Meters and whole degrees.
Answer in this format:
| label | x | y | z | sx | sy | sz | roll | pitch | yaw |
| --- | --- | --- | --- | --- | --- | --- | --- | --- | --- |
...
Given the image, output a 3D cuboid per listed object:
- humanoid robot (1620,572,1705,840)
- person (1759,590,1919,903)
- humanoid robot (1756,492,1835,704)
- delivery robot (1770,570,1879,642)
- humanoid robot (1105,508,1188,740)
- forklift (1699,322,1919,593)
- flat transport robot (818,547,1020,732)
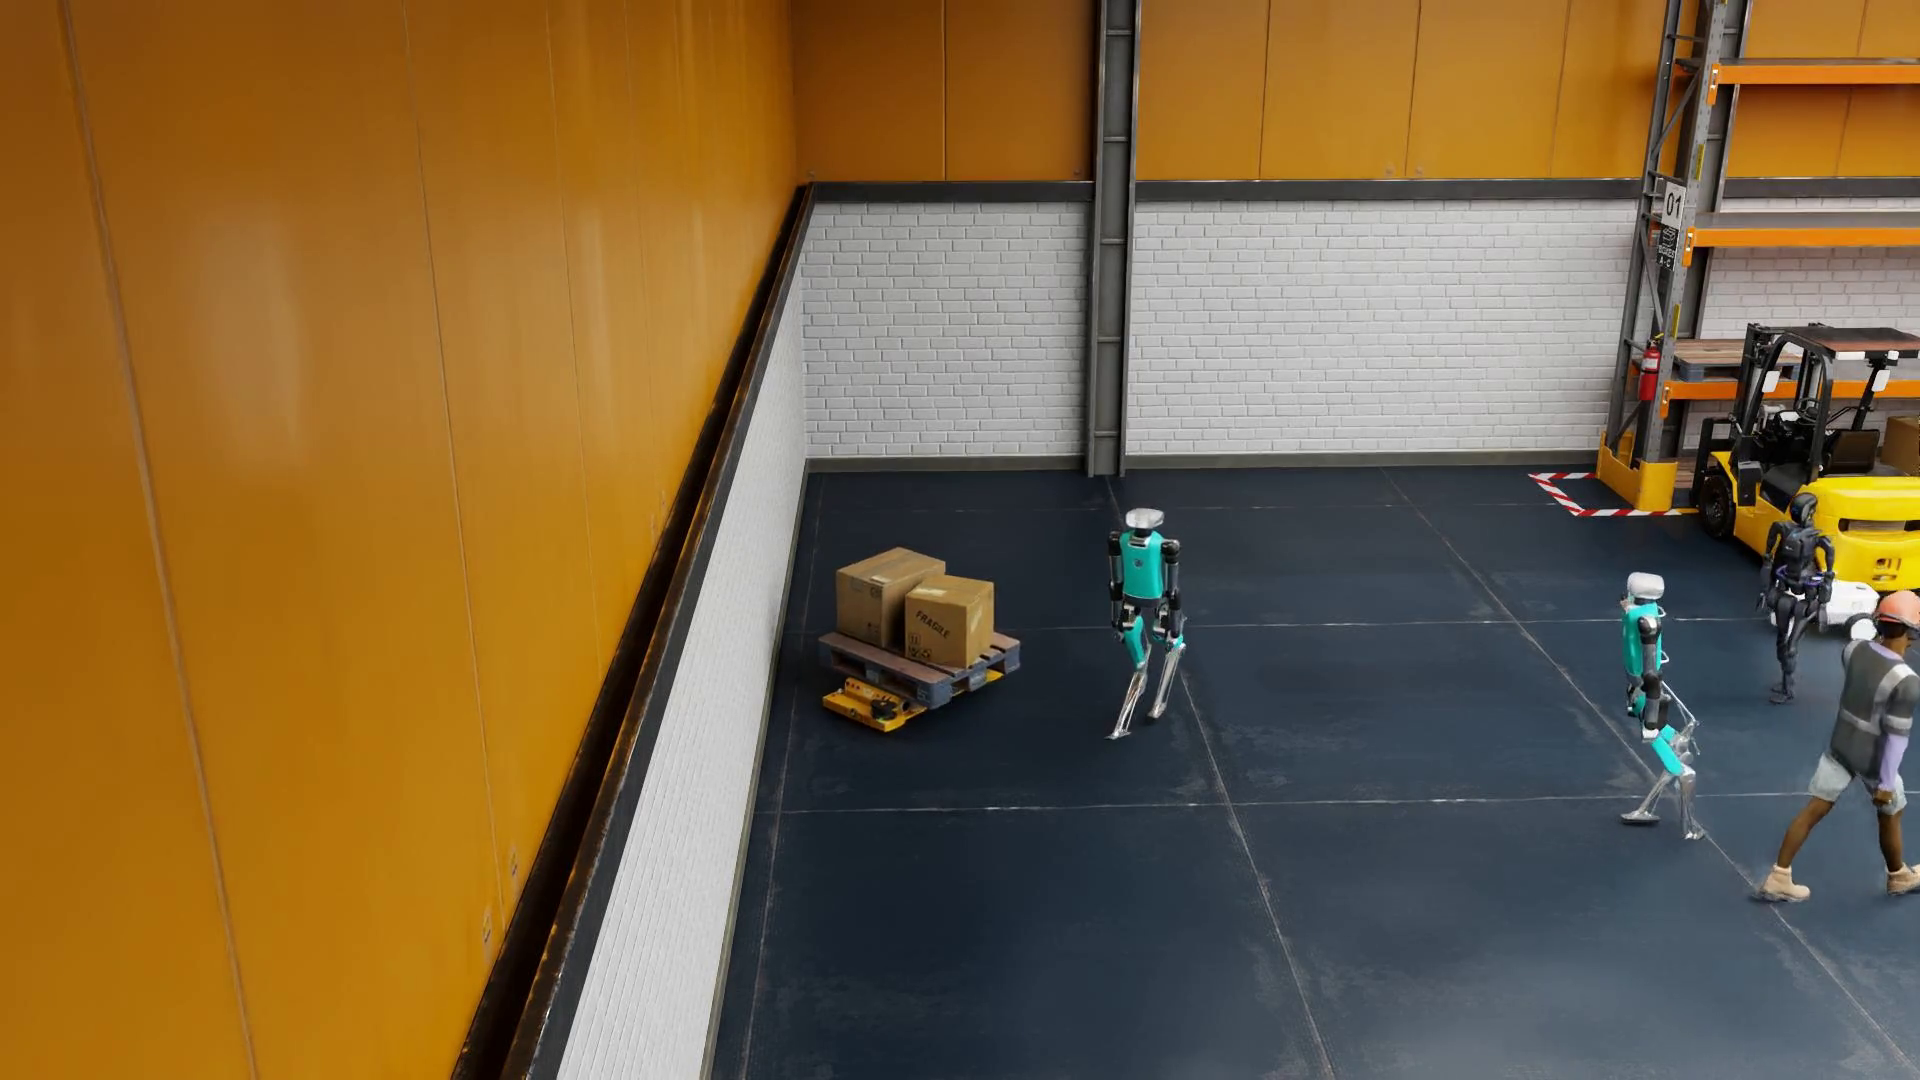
| label | x | y | z | sx | sy | sz | roll | pitch | yaw |
| --- | --- | --- | --- | --- | --- | --- | --- | --- | --- |
| humanoid robot | 4.523 | 1.113 | 10.530 | 0.843 | 1.870 | 0.533 | 2 | 20 | 7 |
| person | 5.315 | 1.242 | 9.753 | 1.130 | 1.976 | 0.599 | -5 | 21 | -13 |
| humanoid robot | 6.265 | 0.411 | 12.420 | 0.492 | 1.634 | 0.584 | -13 | 24 | -32 |
| delivery robot | 7.129 | 0.533 | 13.688 | 0.793 | 0.590 | 0.499 | 2 | 20 | 5 |
| humanoid robot | 1.372 | 0.569 | 11.908 | 0.545 | 1.779 | 0.908 | 10 | 23 | 25 |
| forklift | 7.809 | -0.792 | 14.926 | 1.214 | 2.155 | 2.313 | -1 | 20 | -2 |
| flat transport robot | -0.314 | 1.059 | 12.682 | 0.659 | 0.231 | 1.431 | 17 | 26 | 39 |
